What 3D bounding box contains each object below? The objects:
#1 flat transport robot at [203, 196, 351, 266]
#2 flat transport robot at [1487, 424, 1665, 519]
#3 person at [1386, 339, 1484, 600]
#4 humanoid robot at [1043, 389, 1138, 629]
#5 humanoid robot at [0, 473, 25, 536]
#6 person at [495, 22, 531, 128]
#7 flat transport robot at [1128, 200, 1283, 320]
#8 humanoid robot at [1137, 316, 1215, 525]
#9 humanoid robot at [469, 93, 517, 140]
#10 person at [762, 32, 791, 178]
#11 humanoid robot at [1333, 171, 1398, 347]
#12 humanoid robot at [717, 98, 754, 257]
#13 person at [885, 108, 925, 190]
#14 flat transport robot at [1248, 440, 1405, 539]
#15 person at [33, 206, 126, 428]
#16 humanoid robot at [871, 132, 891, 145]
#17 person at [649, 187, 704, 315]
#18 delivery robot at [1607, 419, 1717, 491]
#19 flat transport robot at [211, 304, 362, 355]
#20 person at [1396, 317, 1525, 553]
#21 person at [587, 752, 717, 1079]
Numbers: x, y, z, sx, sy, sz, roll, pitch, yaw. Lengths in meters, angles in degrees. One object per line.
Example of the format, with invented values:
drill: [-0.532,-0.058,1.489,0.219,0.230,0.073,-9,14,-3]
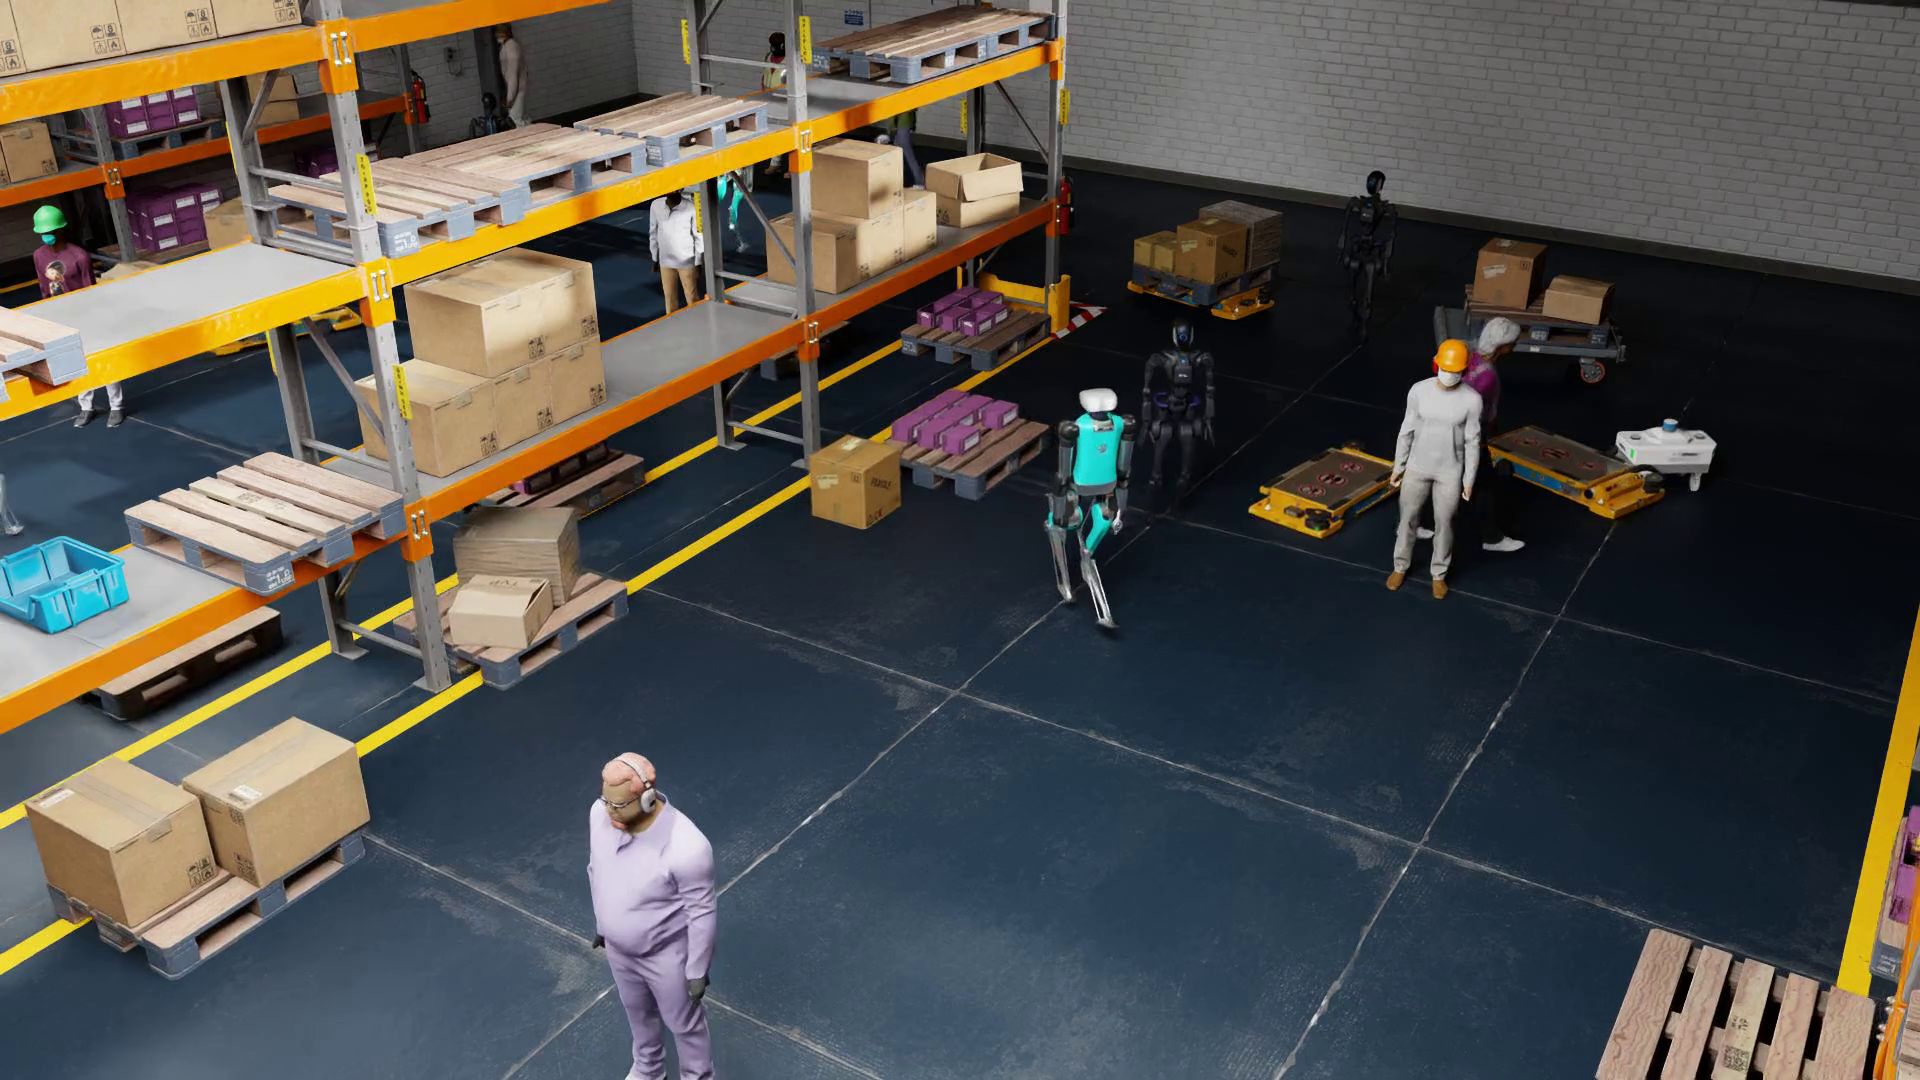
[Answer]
flat transport robot: [-7.126,-2.698,17.515,0.659,0.231,1.431,4,27,8]
flat transport robot: [4.826,-0.570,13.320,0.659,0.231,1.431,-18,32,-31]
person: [3.247,-0.485,11.372,0.566,1.889,0.388,11,29,21]
humanoid robot: [0.809,-0.251,11.080,0.537,1.742,1.003,-8,28,-15]
humanoid robot: [-7.242,-0.705,11.978,0.873,1.783,0.577,-8,28,-16]
person: [-5.947,-6.015,22.272,0.366,1.899,0.766,-6,27,-11]
flat transport robot: [2.504,-2.601,17.323,0.659,0.231,1.431,-24,35,-38]
humanoid robot: [1.619,-0.889,12.412,0.585,1.652,0.333,-2,27,-5]
humanoid robot: [-5.330,-4.334,19.197,0.609,1.635,0.658,-6,28,-12]
person: [-2.326,-5.643,21.580,0.619,1.845,0.430,17,31,30]
humanoid robot: [3.910,-2.746,16.072,0.590,1.638,0.609,16,31,28]
humanoid robot: [-2.585,-3.902,18.231,0.533,1.735,0.796,6,28,12]
person: [-0.786,-5.237,21.057,0.830,1.585,0.510,9,28,17]
flat transport robot: [2.934,-0.405,12.995,0.659,0.231,1.431,23,35,38]
person: [-7.475,-1.886,14.075,0.481,1.944,0.432,2,27,5]
humanoid robot: [-0.815,-3.449,17.439,0.429,1.645,0.598,-22,34,-36]
person: [-2.695,-2.681,15.836,0.561,1.753,0.320,8,28,15]
delivery robot: [5.568,-0.678,13.200,0.745,0.578,0.516,-1,27,-1]
flat transport robot: [-6.715,-2.143,16.420,1.431,0.231,0.659,-20,33,-34]
person: [3.684,-0.764,12.018,0.905,1.800,0.552,1,27,2]
person: [-1.319,1.710,7.023,0.650,1.904,0.406,17,32,30]
